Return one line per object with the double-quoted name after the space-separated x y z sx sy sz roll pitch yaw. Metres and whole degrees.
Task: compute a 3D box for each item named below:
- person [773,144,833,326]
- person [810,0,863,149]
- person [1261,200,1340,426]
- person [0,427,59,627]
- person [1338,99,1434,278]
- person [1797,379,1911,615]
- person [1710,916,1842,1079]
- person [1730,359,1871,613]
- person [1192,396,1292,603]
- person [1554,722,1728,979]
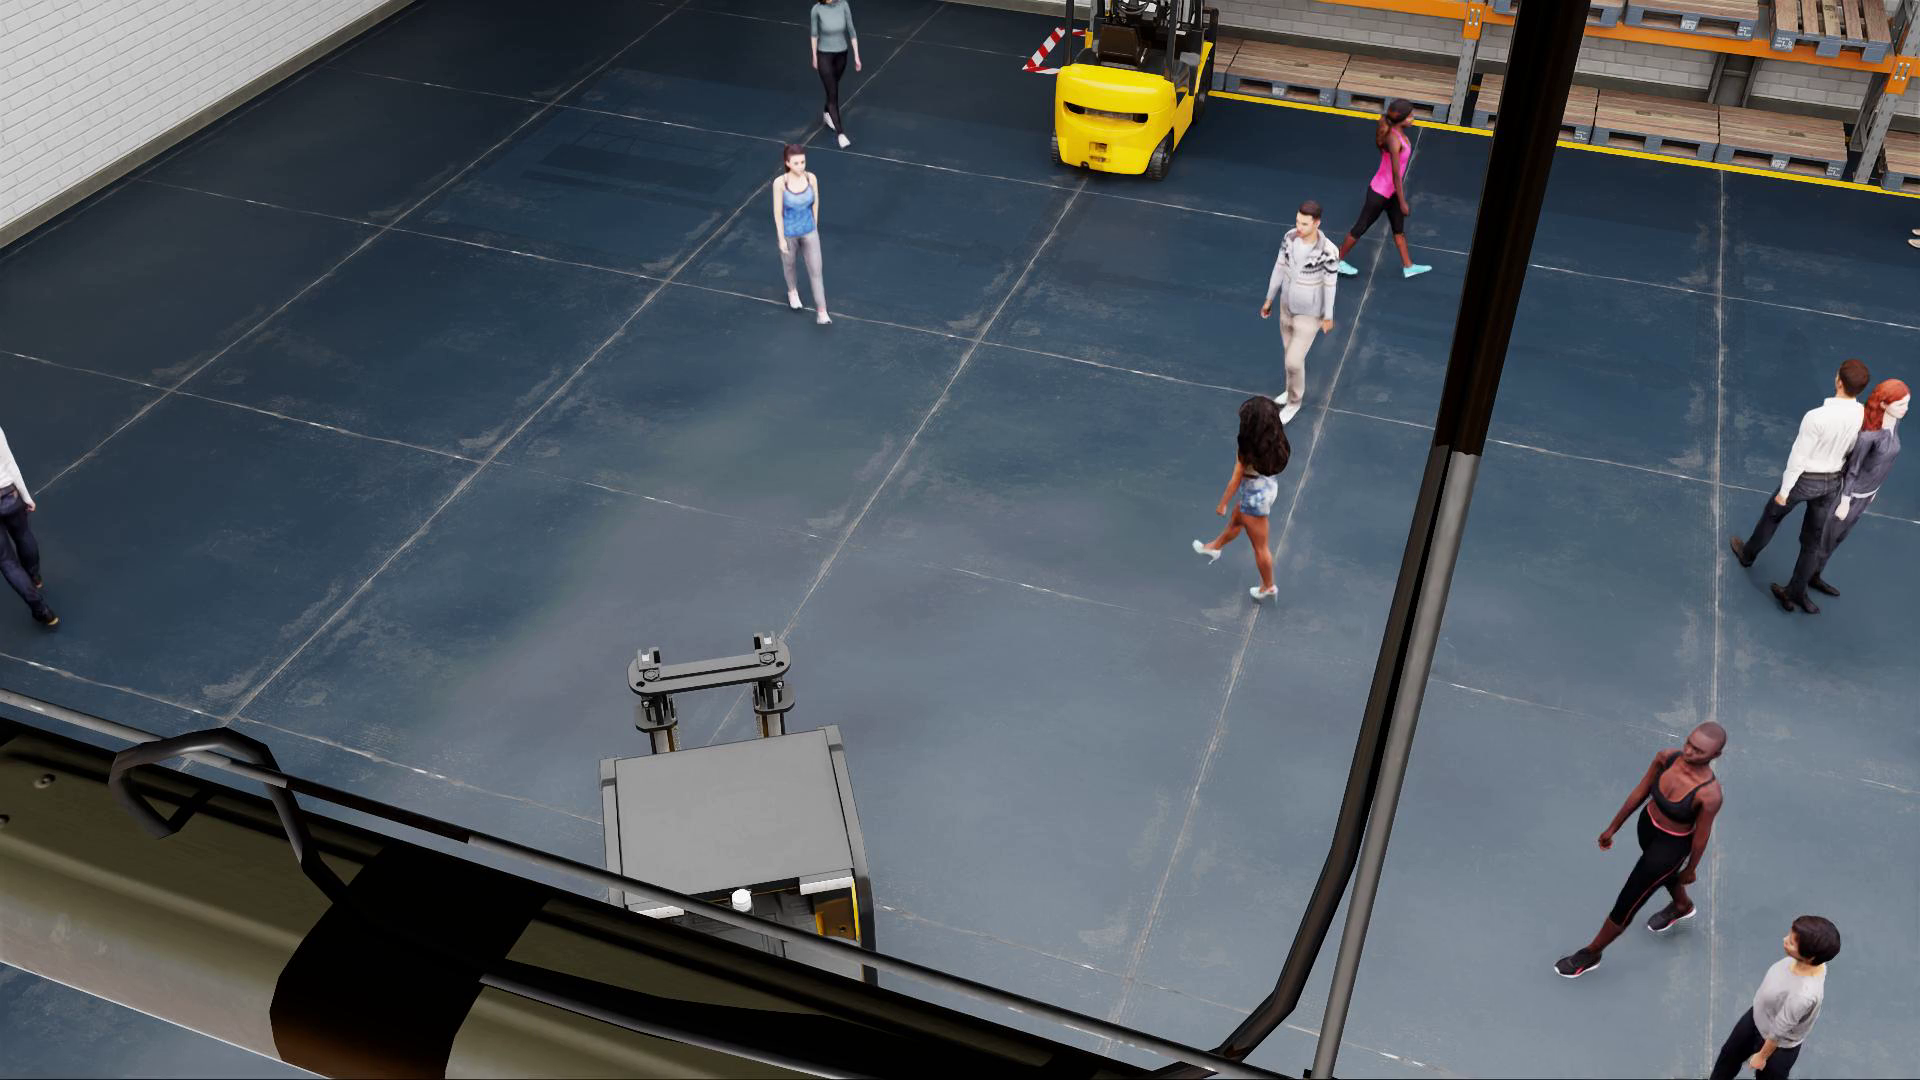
-1.418 -2.646 14.224 1.010 1.574 1.020 -13 40 -15 "person"
-1.316 -4.921 16.986 1.114 1.683 1.163 -16 41 -19 "person"
2.738 -1.857 13.027 0.939 1.835 0.875 -23 44 -26 "person"
-6.351 -0.200 10.945 0.935 1.844 1.152 -31 48 -33 "person"
3.635 -3.056 14.662 1.103 1.668 0.580 14 41 17 "person"
5.975 -0.311 11.136 0.656 1.779 0.660 -28 46 -30 "person"
3.980 2.385 7.960 0.963 1.530 0.586 17 42 21 "person"
5.732 -0.304 11.078 1.069 1.839 1.024 -4 39 -5 "person"
2.052 -0.223 11.179 1.035 1.588 0.759 26 45 28 "person"
3.798 1.585 8.817 1.227 1.711 1.100 -13 40 -16 "person"
